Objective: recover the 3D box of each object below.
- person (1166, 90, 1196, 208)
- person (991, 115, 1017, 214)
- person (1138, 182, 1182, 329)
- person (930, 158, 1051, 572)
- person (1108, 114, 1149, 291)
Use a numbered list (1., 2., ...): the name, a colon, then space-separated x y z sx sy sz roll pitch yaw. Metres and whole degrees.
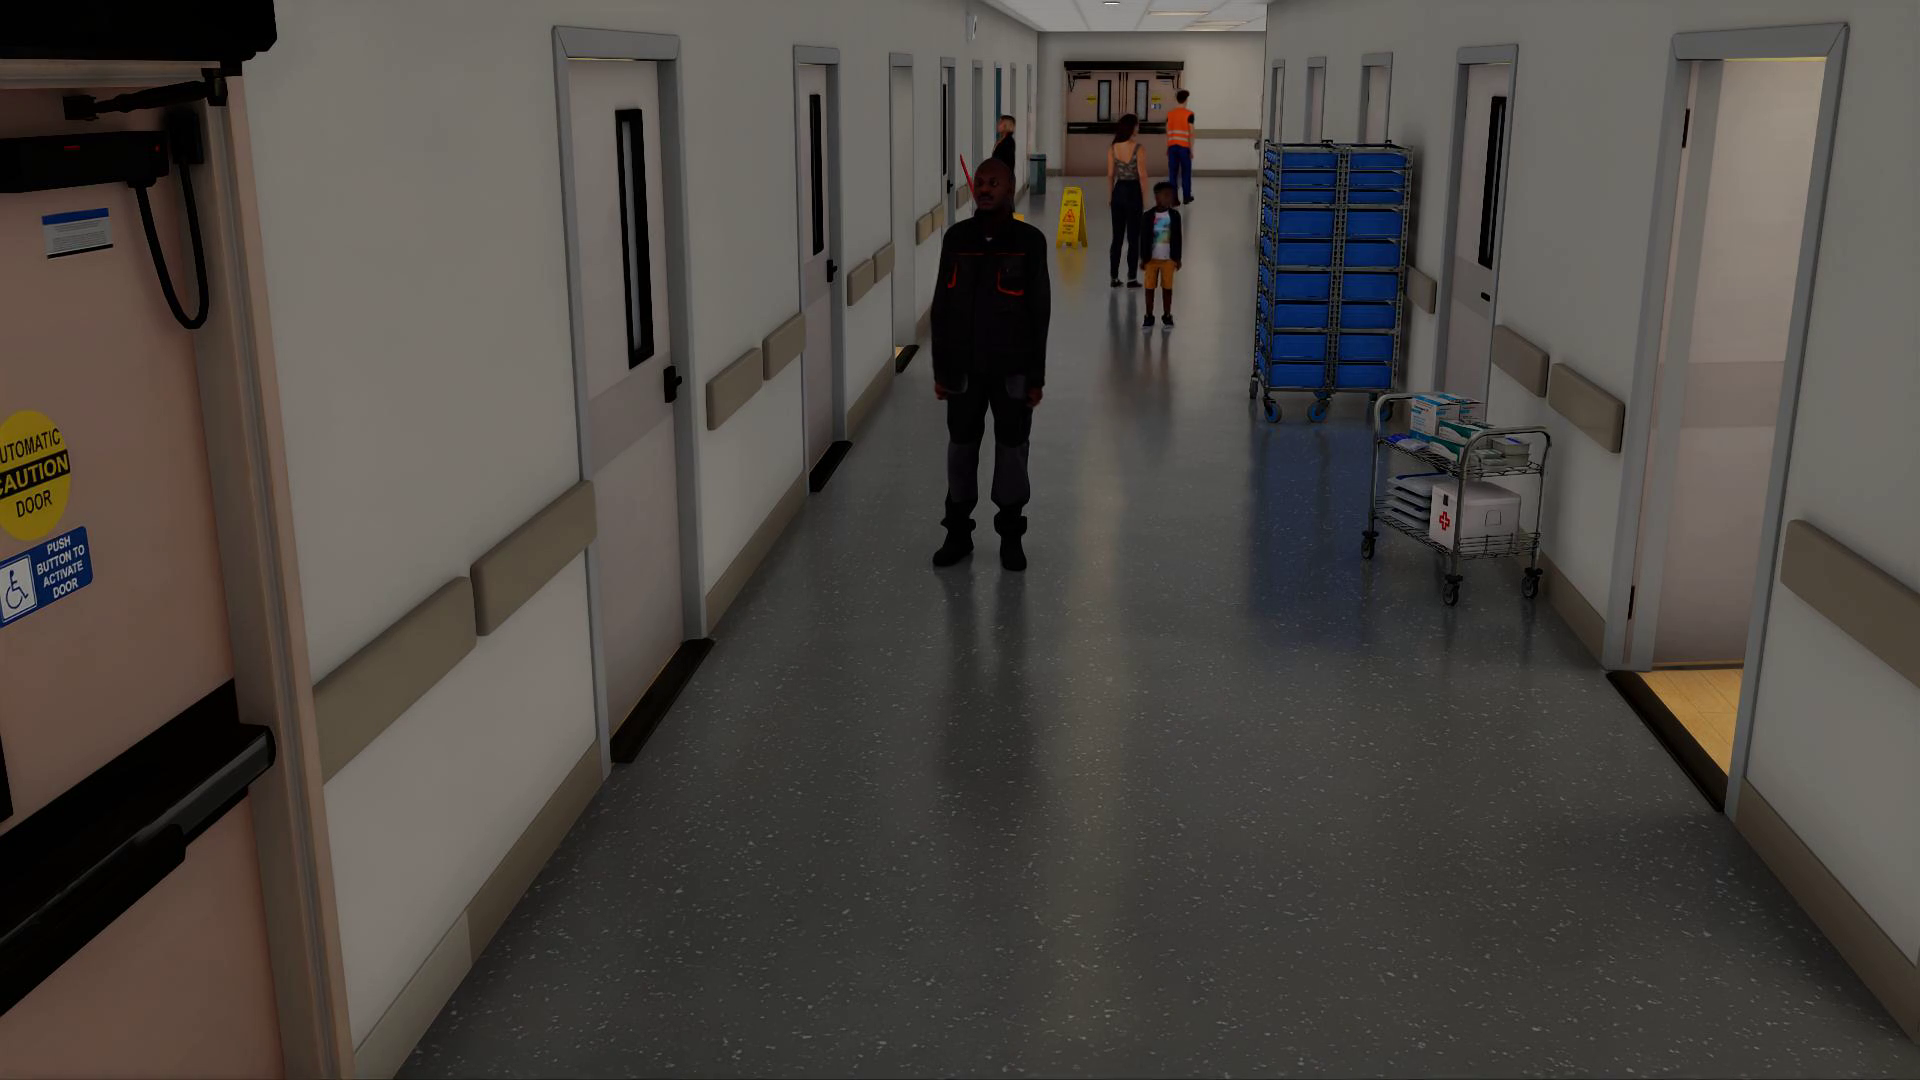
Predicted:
1. person: 3.584 -6.418 27.370 0.923 1.860 1.123 7 17 24
2. person: 0.574 -4.360 20.417 0.721 1.671 0.579 -4 16 -13
3. person: 1.751 -2.497 14.555 0.538 1.267 0.534 1 16 5
4. person: 0.138 -0.802 7.512 0.721 1.826 0.625 3 16 12
5. person: 1.721 -3.487 17.141 0.701 1.769 0.719 12 20 36
